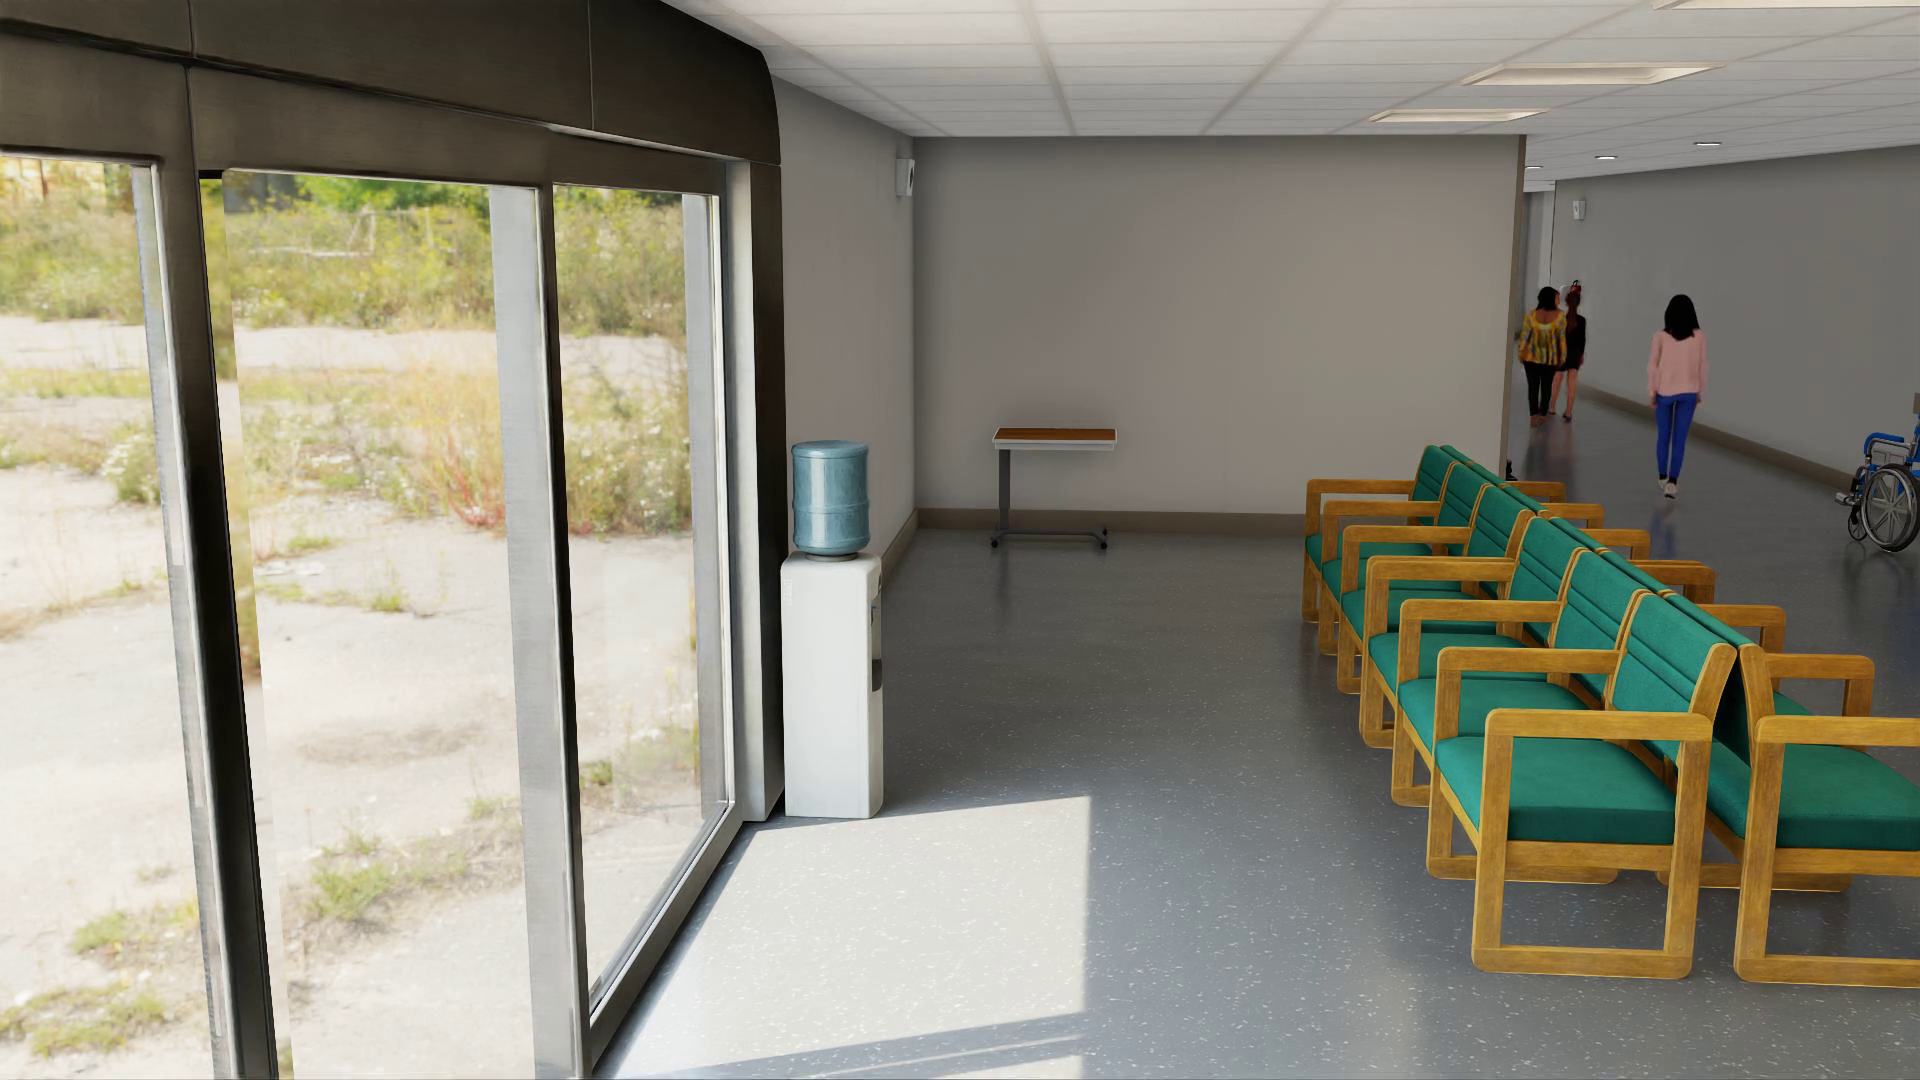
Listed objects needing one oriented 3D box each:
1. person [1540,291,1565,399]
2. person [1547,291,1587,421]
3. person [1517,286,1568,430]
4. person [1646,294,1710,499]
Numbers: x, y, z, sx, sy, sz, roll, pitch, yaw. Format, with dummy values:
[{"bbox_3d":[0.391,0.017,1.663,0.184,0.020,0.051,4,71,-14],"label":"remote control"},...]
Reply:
[{"bbox_3d":[8.056,-2.669,22.731,0.760,1.451,0.632,1,11,3],"label":"person"},{"bbox_3d":[7.369,-2.208,20.097,0.886,1.529,0.631,1,11,5],"label":"person"},{"bbox_3d":[6.635,-2.020,19.010,1.014,1.563,0.873,3,11,16],"label":"person"},{"bbox_3d":[6.101,-1.182,14.163,1.199,1.724,0.979,5,12,24],"label":"person"}]
